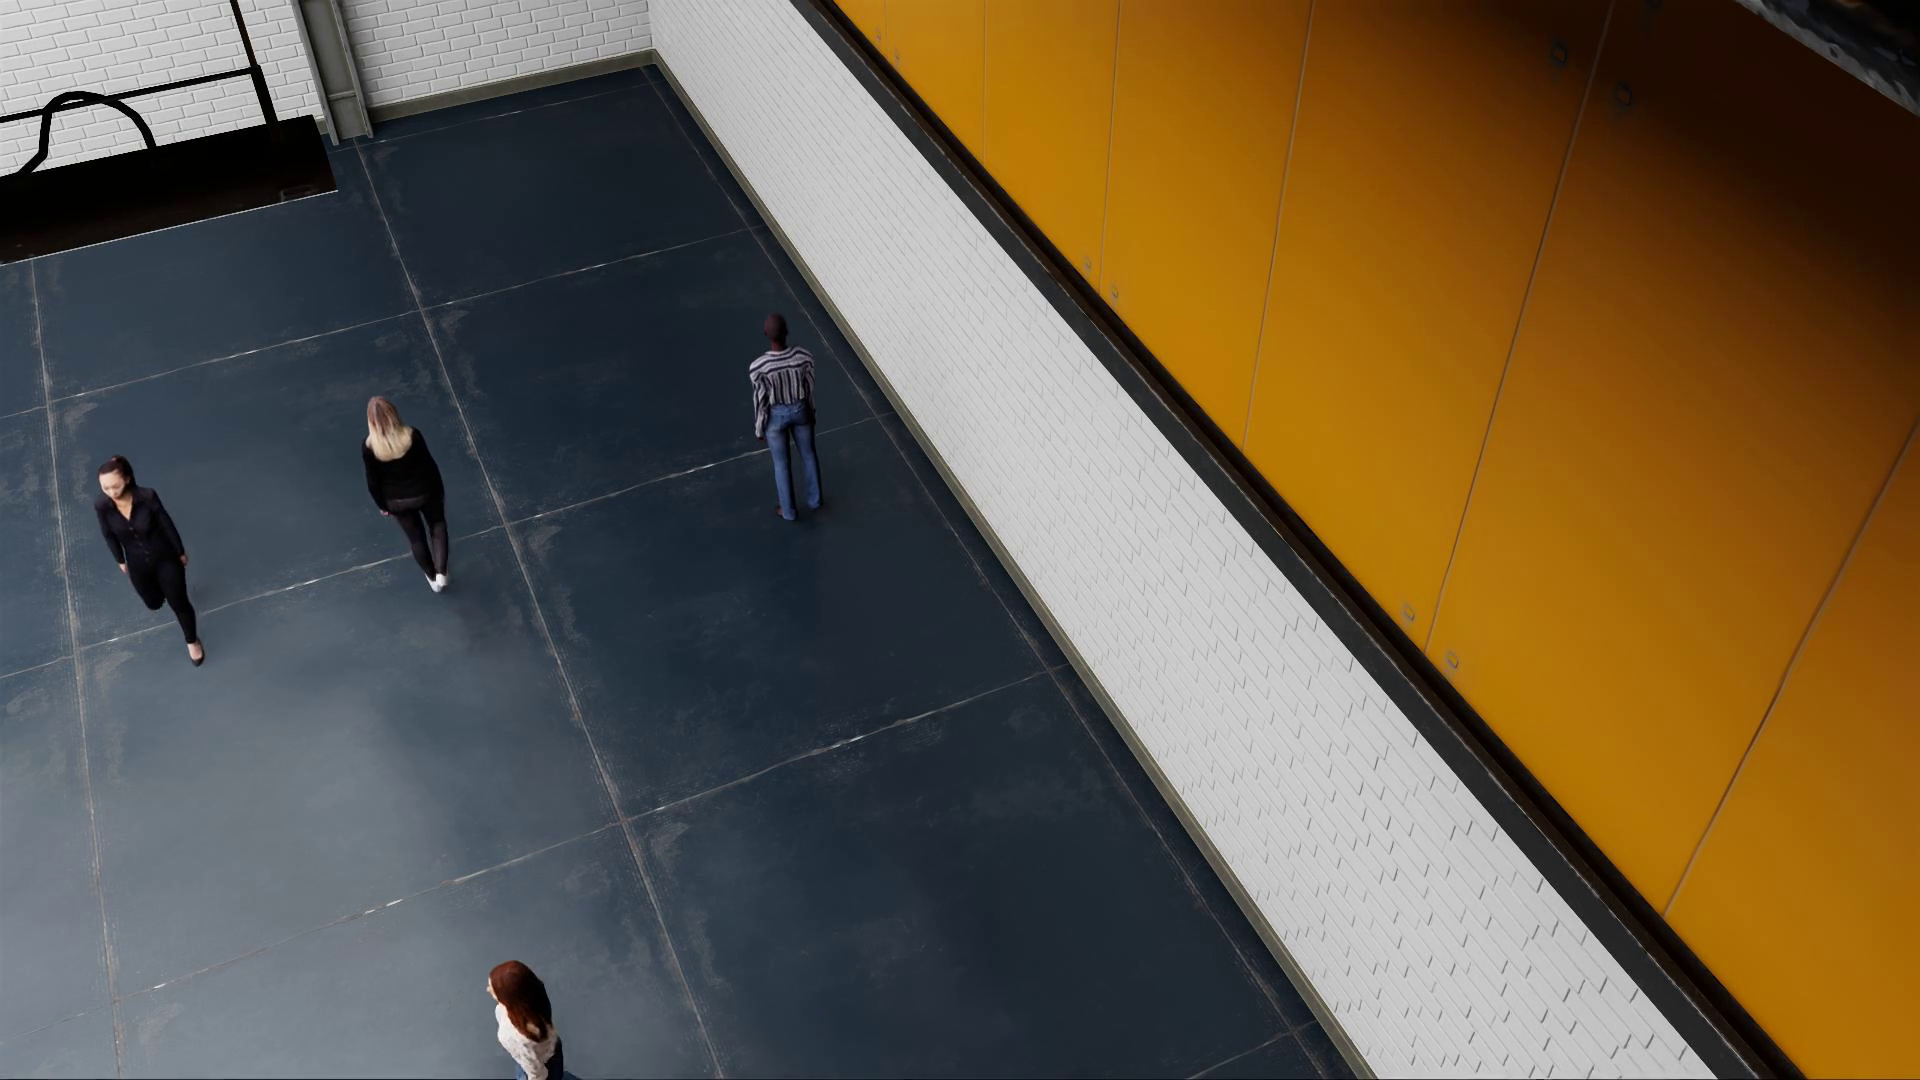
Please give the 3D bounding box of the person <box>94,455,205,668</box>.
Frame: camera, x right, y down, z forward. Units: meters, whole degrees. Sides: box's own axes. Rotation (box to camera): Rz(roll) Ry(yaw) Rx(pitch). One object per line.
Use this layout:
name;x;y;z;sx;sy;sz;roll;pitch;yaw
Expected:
person;-5.291;0.098;10.922;0.833;1.700;0.726;-12;45;-12

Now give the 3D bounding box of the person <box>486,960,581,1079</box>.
person;-2.019;2.571;8.313;0.783;1.718;0.683;-8;44;-8

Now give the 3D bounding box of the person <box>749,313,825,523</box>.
person;-1.220;-0.849;11.848;0.452;1.794;0.665;-18;47;-18

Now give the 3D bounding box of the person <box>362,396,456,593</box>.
person;-3.709;-0.231;11.286;0.633;1.674;0.724;-13;45;-14
